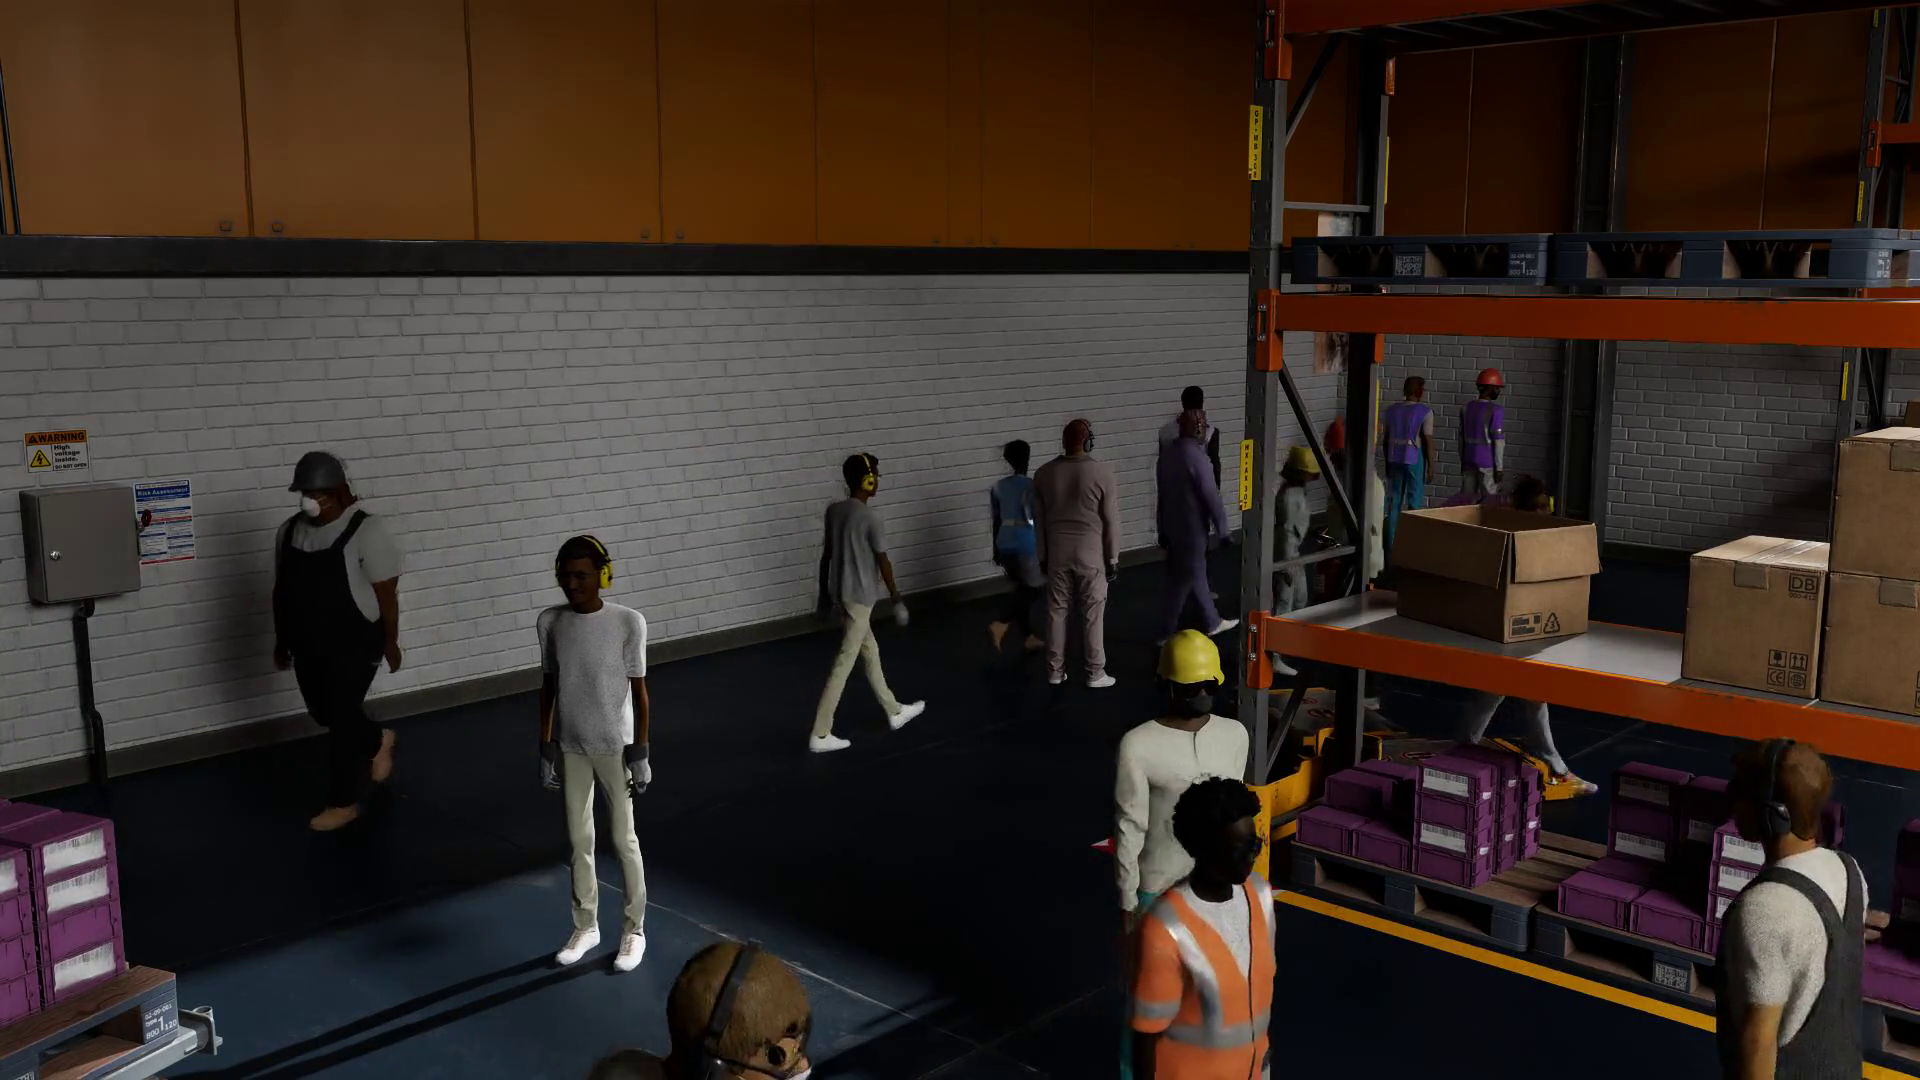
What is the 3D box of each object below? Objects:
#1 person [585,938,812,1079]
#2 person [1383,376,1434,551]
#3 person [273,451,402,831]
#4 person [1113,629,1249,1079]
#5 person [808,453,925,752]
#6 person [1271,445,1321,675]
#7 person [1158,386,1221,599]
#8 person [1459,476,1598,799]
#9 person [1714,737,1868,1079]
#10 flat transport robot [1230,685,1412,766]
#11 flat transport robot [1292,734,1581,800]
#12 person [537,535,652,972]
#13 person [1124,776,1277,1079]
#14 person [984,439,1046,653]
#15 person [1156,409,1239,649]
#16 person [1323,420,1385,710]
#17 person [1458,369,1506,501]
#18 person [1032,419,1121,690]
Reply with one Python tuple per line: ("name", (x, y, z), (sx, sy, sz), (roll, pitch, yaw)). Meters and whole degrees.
("person", (-0.528, 1.555, 2.840), (0.444, 1.891, 0.793), (-7, 12, -38))
("person", (4.656, -0.780, 17.300), (0.375, 1.840, 0.570), (-8, 12, -42))
("person", (-3.333, 0.471, 9.023), (0.686, 2.000, 0.868), (3, 10, 19))
("person", (0.757, 1.165, 5.614), (0.532, 1.768, 0.311), (-5, 10, -26))
("person", (-0.580, 0.372, 10.301), (0.983, 1.818, 0.505), (-7, 12, -38))
("person", (2.354, 0.148, 12.024), (0.545, 1.702, 0.525), (4, 10, 23))
("person", (2.034, -0.406, 14.783), (0.587, 1.917, 0.395), (6, 11, 34))
("person", (3.156, 0.541, 9.297), (0.467, 1.807, 0.882), (-7, 11, -36))
("person", (1.965, 1.367, 4.246), (0.512, 1.813, 0.869), (-6, 11, -32))
("flat transport robot", (2.220, 1.143, 10.316), (0.652, 0.197, 1.431), (-2, 9, -10))
("flat transport robot", (2.668, 1.299, 9.359), (1.431, 0.197, 0.652), (-2, 9, -10))
("person", (-1.544, 0.892, 7.012), (0.511, 1.862, 0.324), (2, 9, 12))
("person", (0.585, 1.408, 4.408), (0.537, 1.671, 0.707), (-9, 13, -44))
("person", (0.413, 0.068, 12.631), (0.536, 1.661, 0.660), (9, 13, 44))
("person", (1.896, -0.085, 12.970), (0.848, 1.871, 0.649), (-3, 10, -18))
("person", (2.593, 0.179, 11.067), (0.509, 1.958, 0.727), (-3, 10, -17))
("person", (5.382, -0.795, 17.114), (0.377, 1.932, 0.548), (-5, 11, -30))
("person", (0.833, 0.102, 11.699), (0.643, 1.909, 0.410), (4, 10, 25))
